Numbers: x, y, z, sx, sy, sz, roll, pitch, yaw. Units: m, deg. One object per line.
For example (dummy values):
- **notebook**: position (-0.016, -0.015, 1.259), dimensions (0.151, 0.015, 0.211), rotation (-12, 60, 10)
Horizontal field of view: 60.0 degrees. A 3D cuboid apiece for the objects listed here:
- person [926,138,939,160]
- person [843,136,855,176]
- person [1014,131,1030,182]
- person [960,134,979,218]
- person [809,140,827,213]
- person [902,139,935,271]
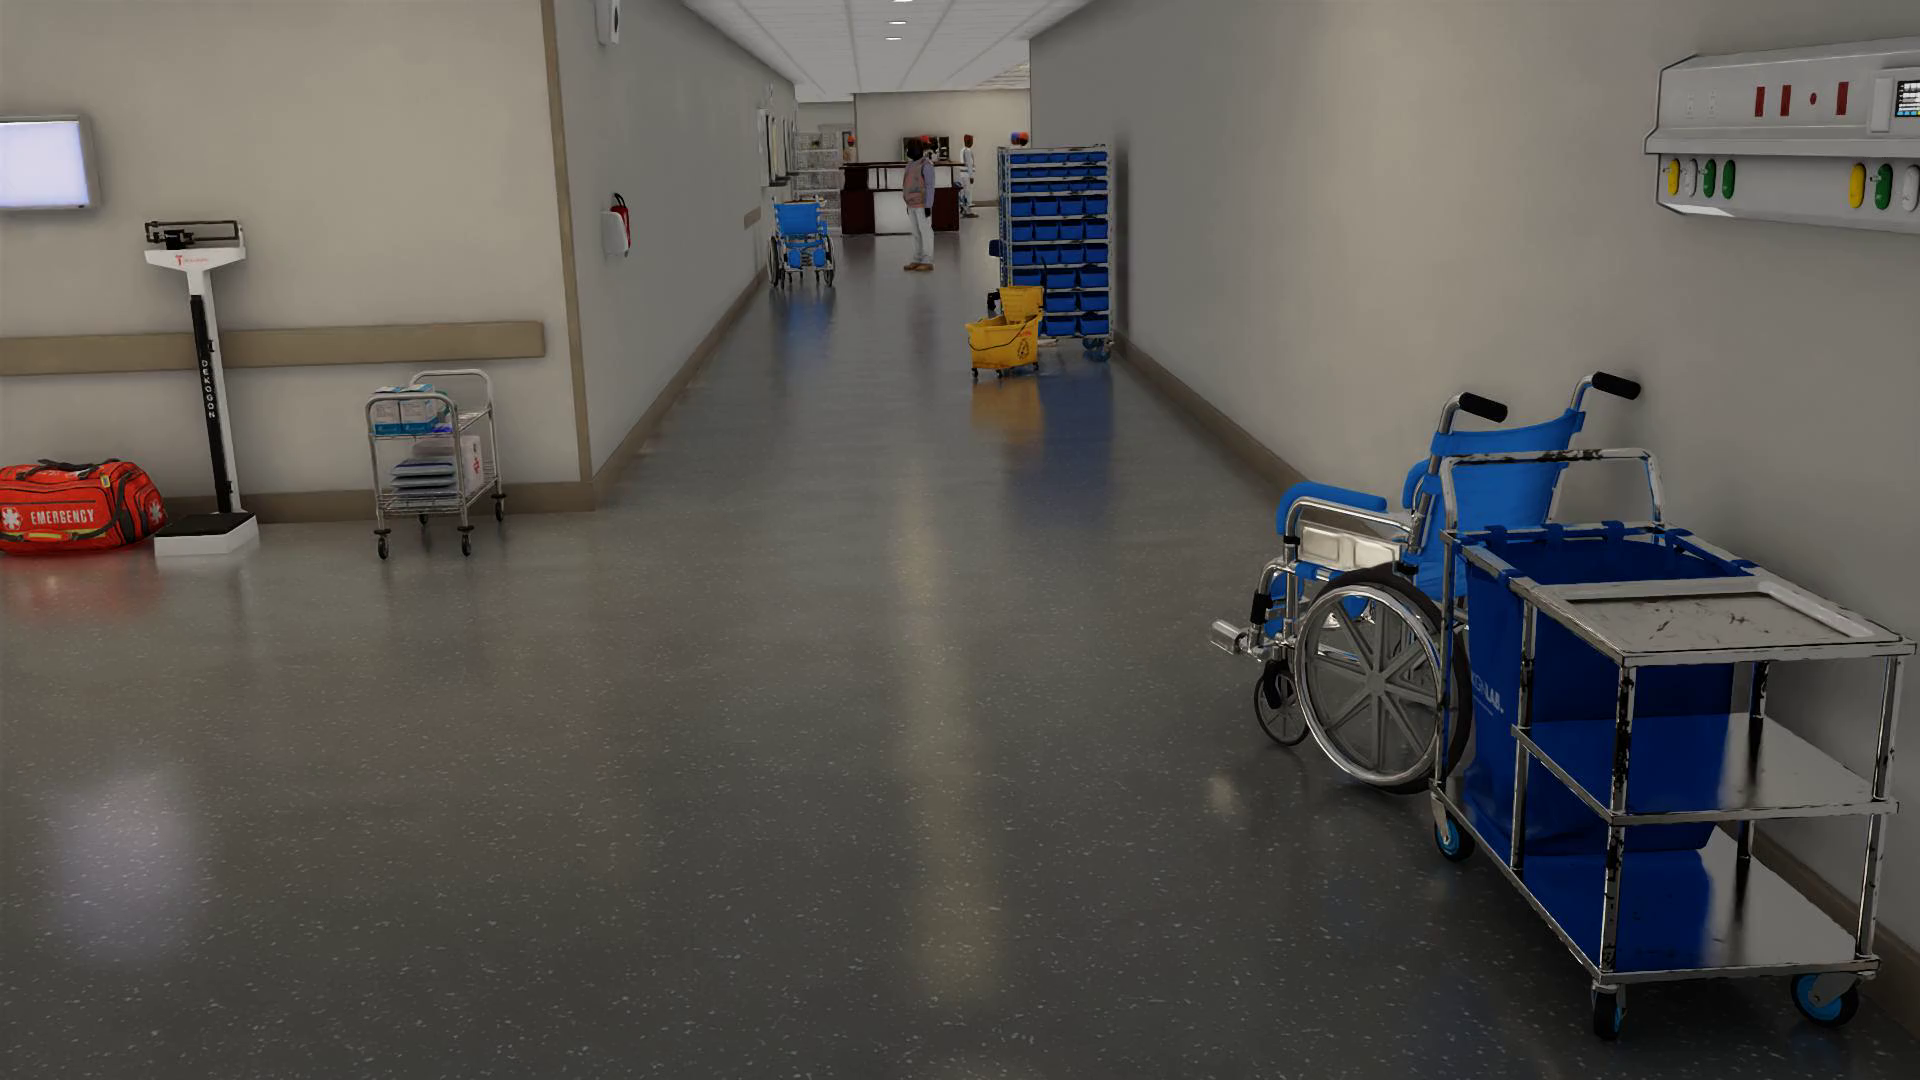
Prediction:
- **person**: position (-0.639, -8.491, 39.006), dimensions (0.431, 1.835, 0.625), rotation (0, 14, 6)
- **person**: position (-3.229, -11.087, 49.743), dimensions (0.552, 1.937, 0.356), rotation (-9, 15, -26)
- **person**: position (1.551, -9.203, 41.468), dimensions (0.426, 1.919, 0.576), rotation (-4, 14, -9)
- **person**: position (0.191, -8.358, 38.232), dimensions (0.356, 1.887, 0.572), rotation (-6, 14, -17)
- **person**: position (-3.655, -9.311, 42.668), dimensions (0.484, 1.850, 0.537), rotation (7, 16, 31)
- **person**: position (-0.585, -4.727, 23.509), dimensions (0.430, 1.841, 0.624), rotation (-9, 15, -28)
